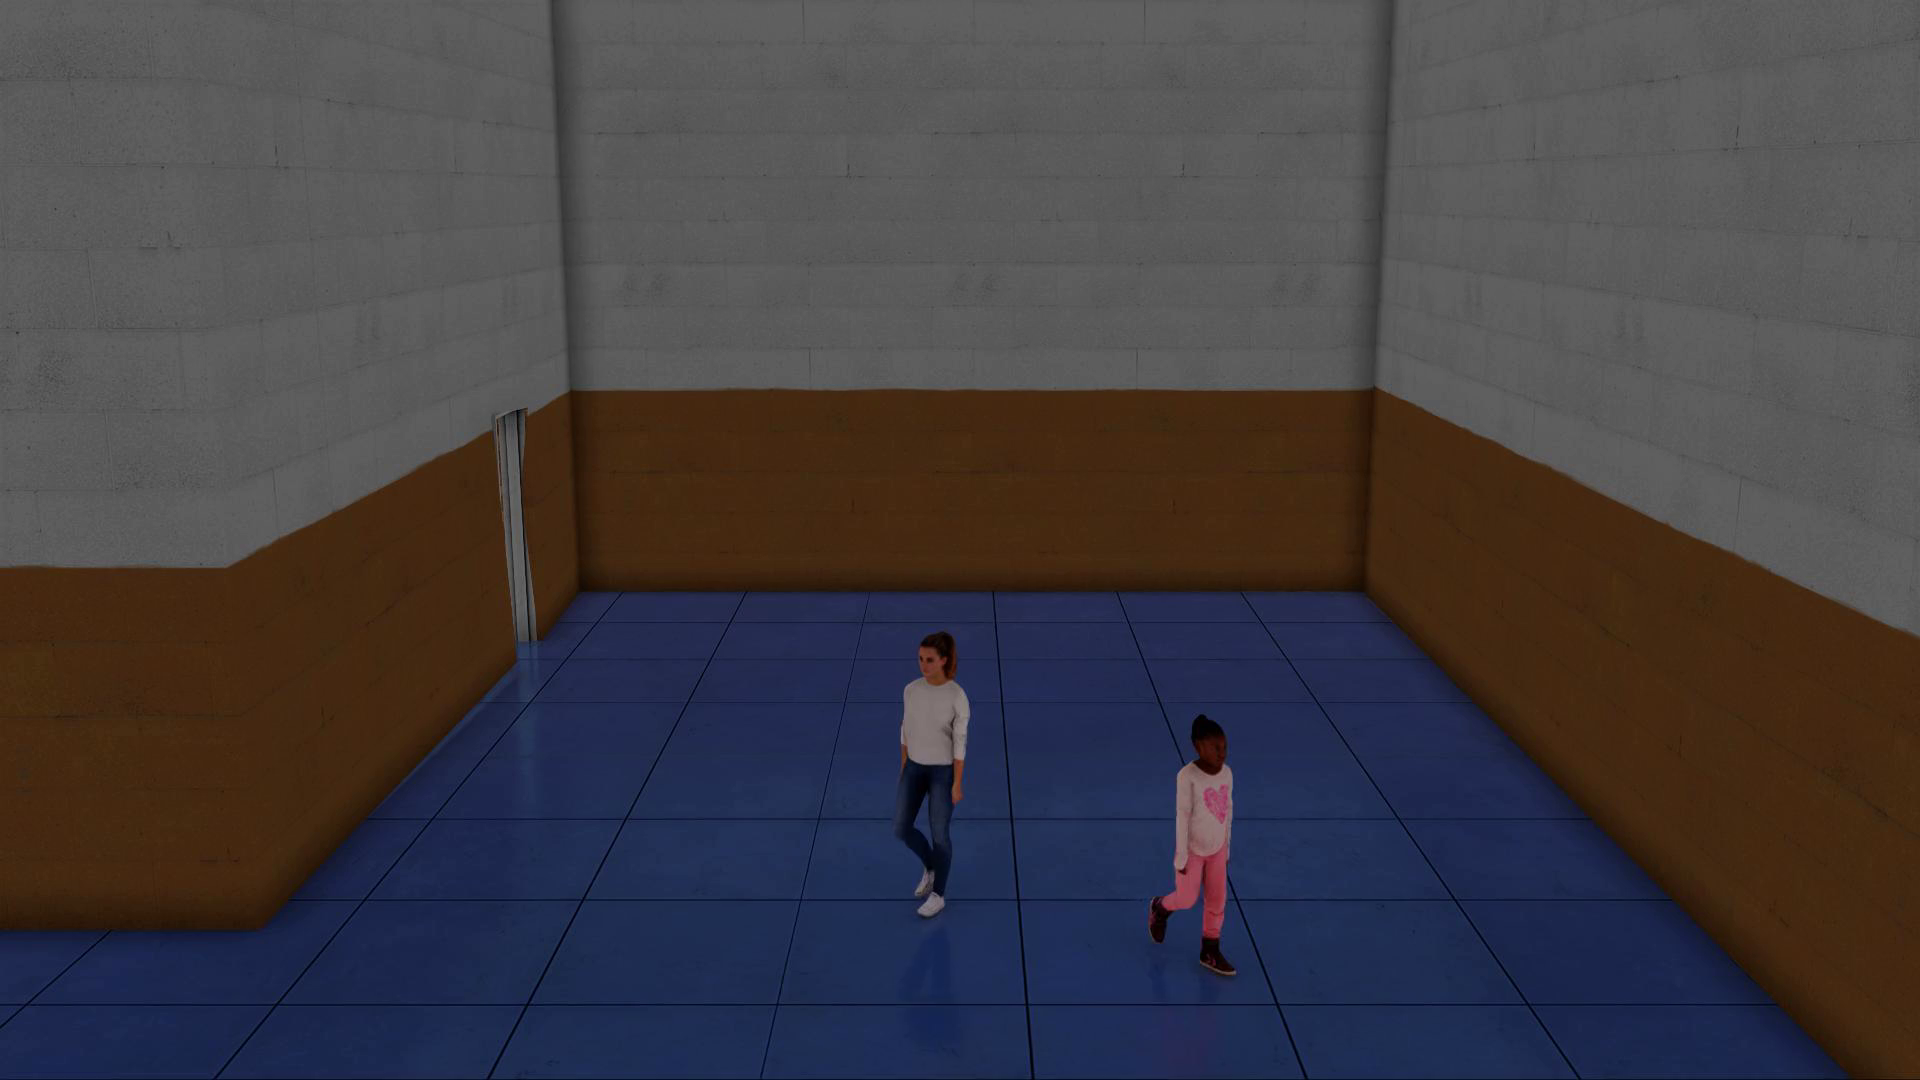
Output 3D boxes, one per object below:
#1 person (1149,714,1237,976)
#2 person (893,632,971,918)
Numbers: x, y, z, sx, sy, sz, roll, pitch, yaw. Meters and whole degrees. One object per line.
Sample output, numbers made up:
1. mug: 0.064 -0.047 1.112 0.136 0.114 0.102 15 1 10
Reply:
1. person: 1.291 1.666 9.205 0.875 1.432 0.844 -6 13 -28
2. person: -0.118 1.372 9.910 0.750 1.717 0.828 8 14 32
